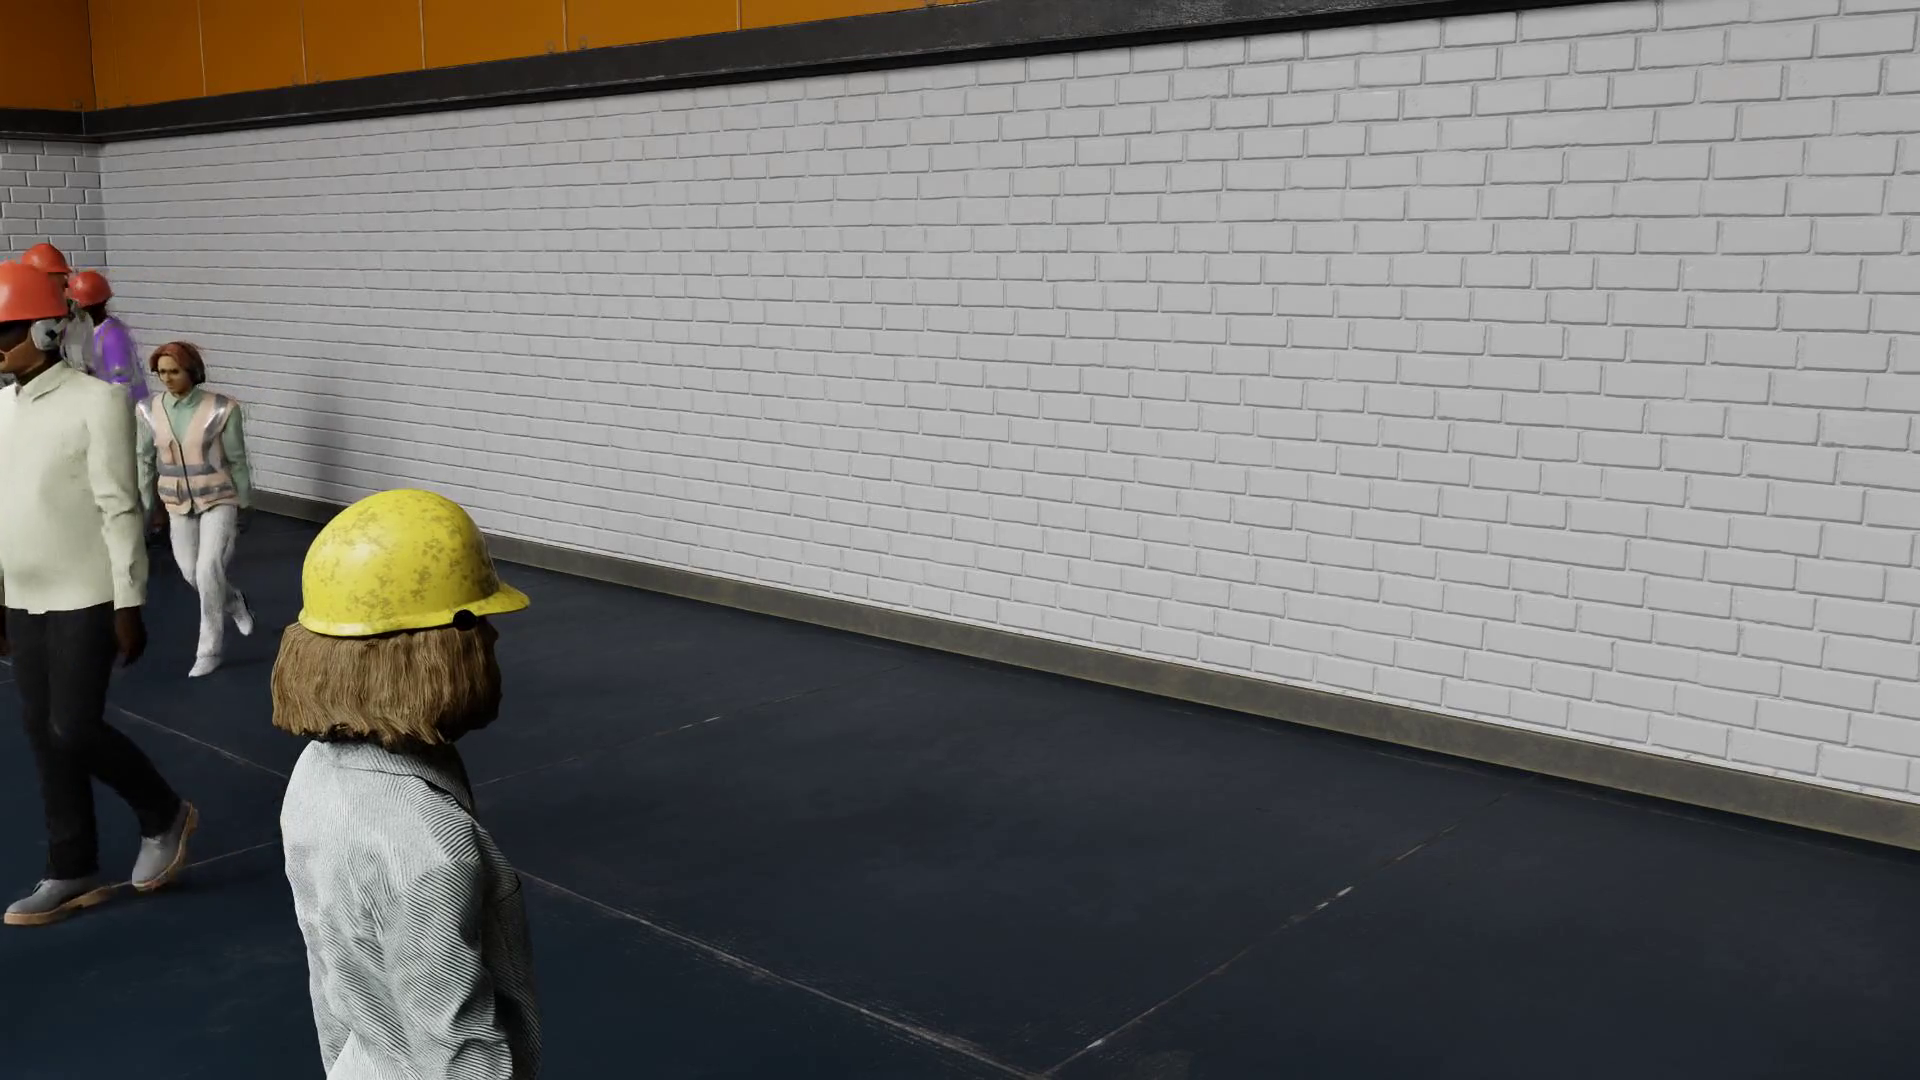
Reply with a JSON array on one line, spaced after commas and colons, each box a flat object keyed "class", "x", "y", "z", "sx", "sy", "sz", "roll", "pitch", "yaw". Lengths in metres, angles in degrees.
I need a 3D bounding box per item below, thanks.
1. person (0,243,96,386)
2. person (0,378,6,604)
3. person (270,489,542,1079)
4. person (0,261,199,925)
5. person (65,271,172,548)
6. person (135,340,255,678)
[{"class": "person", "x": -5.405, "y": -0.738, "z": 9.964, "sx": 0.366, "sy": 2.048, "sz": 0.607, "roll": 5, "pitch": 11, "yaw": 25}, {"class": "person", "x": -5.537, "y": -0.454, "z": 9.502, "sx": 0.307, "sy": 1.644, "sz": 0.511, "roll": -7, "pitch": 12, "yaw": -36}, {"class": "person", "x": -0.651, "y": 0.801, "z": 2.067, "sx": 0.294, "sy": 1.744, "sz": 0.487, "roll": -8, "pitch": 12, "yaw": -37}, {"class": "person", "x": -2.696, "y": 0.165, "z": 4.999, "sx": 0.650, "sy": 1.982, "sz": 0.459, "roll": 5, "pitch": 11, "yaw": 25}, {"class": "person", "x": -5.501, "y": -0.804, "z": 10.858, "sx": 0.663, "sy": 1.873, "sz": 0.650, "roll": -6, "pitch": 12, "yaw": -30}, {"class": "person", "x": -3.666, "y": -0.183, "z": 8.091, "sx": 0.521, "sy": 1.604, "sz": 0.701, "roll": 0, "pitch": 10, "yaw": 1}]
